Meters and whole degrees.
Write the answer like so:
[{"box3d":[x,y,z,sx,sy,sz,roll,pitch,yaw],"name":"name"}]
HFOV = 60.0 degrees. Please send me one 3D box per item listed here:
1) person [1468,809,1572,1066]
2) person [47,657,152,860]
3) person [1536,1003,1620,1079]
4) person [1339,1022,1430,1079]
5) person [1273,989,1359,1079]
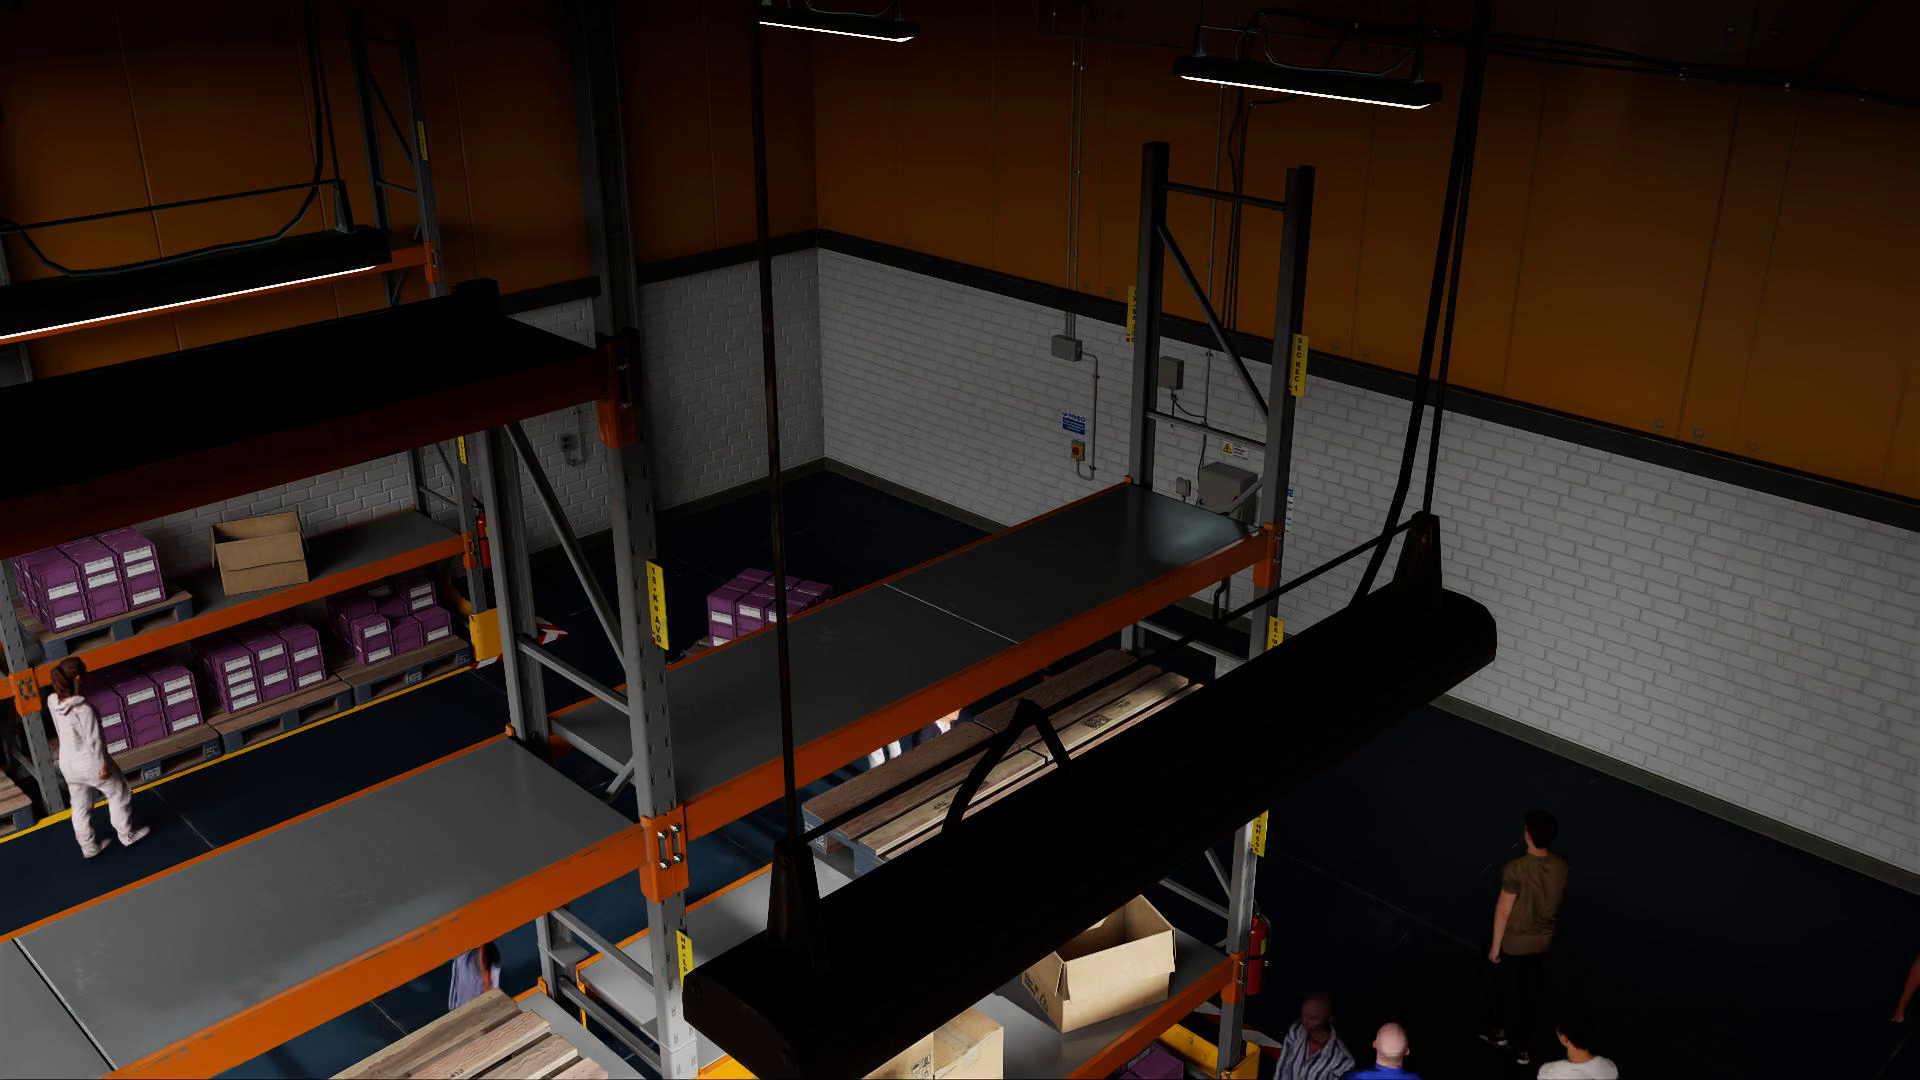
[{"box3d":[3.674,2.604,10.694,0.777,1.838,0.871,-7,25,-16],"name":"person"},{"box3d":[-6.842,1.738,12.879,0.796,1.674,0.858,9,25,20],"name":"person"},{"box3d":[3.362,3.374,9.121,0.943,1.687,1.005,0,24,0],"name":"person"},{"box3d":[2.224,3.418,8.853,1.020,1.821,1.163,5,24,11],"name":"person"},{"box3d":[2.043,3.248,9.349,1.239,1.736,0.852,-14,27,-28],"name":"person"}]
